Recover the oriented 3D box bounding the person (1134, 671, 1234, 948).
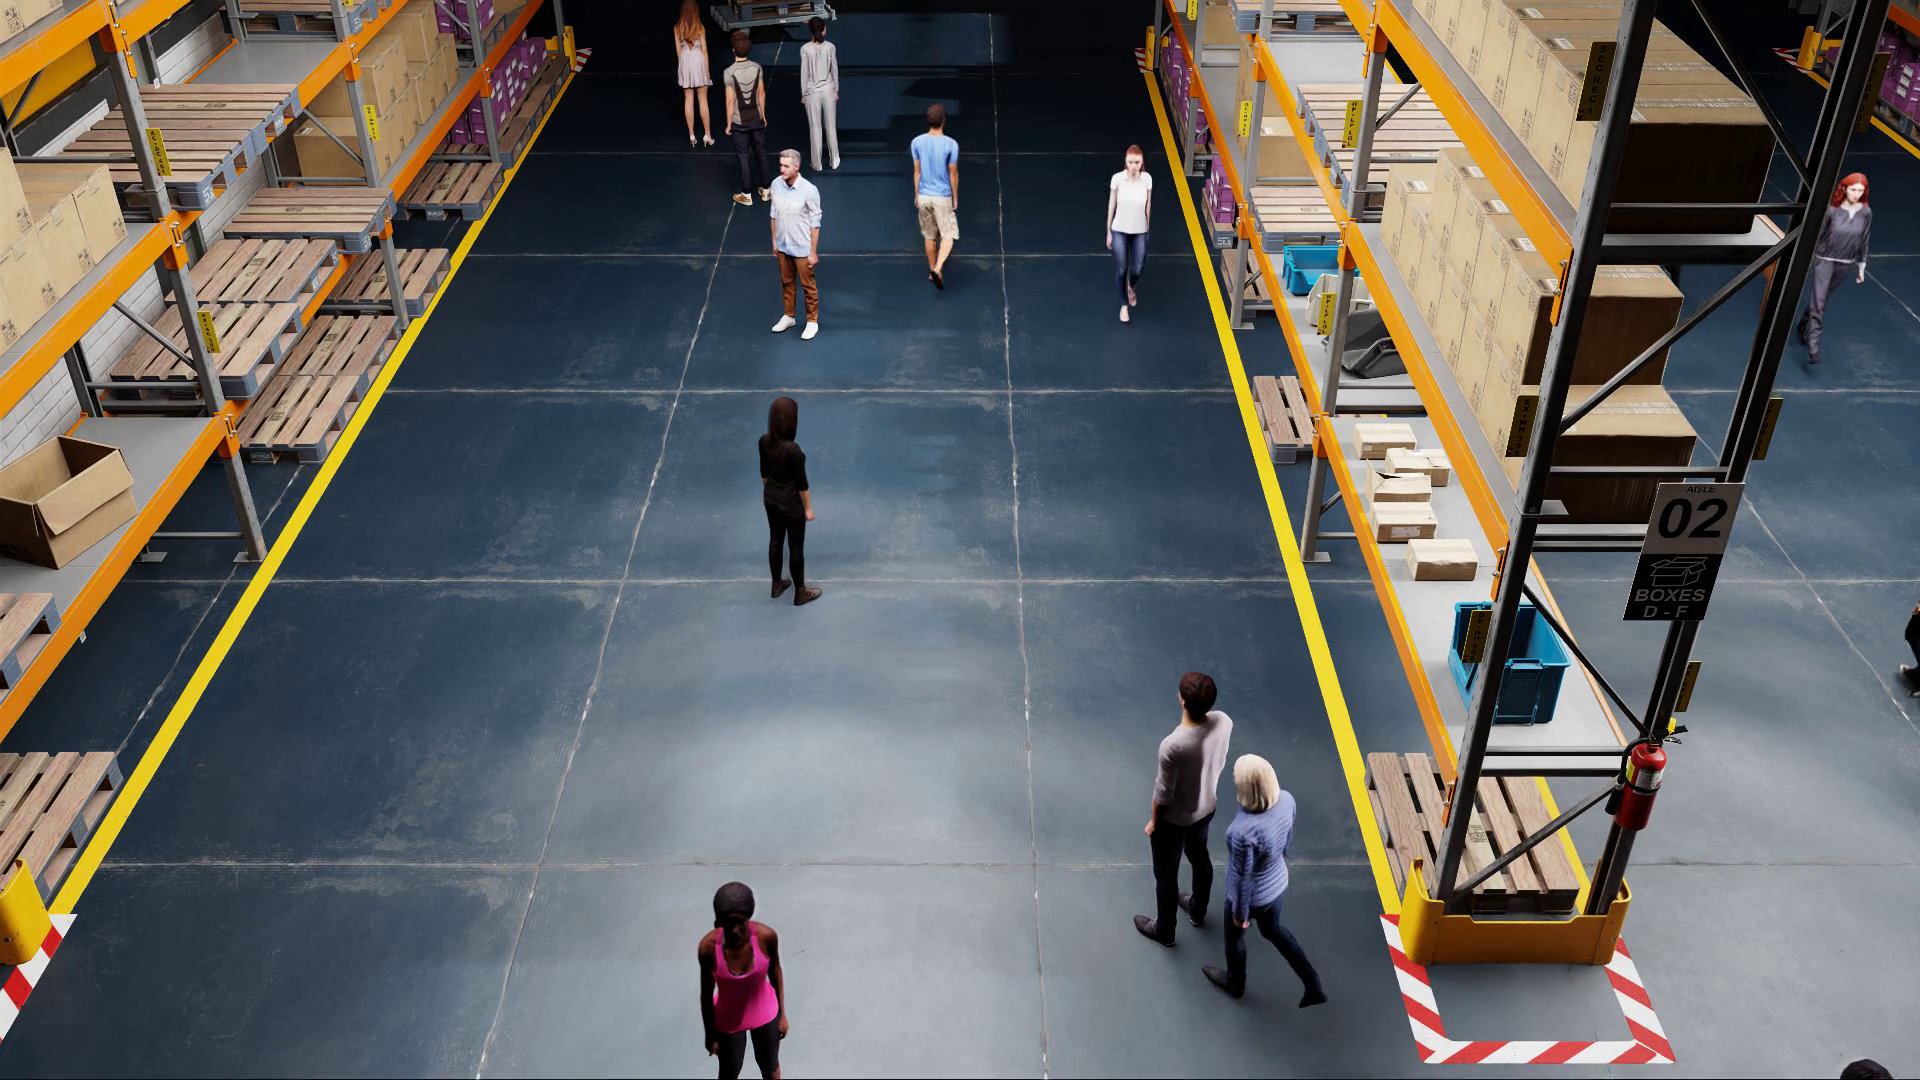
[{"bbox_3d":[1.246,1.474,9.163,0.735,1.844,0.760,-23,40,-31],"label":"person"}]

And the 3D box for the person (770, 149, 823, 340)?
[{"bbox_3d":[-1.544,-2.795,15.601,0.768,1.827,0.752,17,37,23],"label":"person"}]

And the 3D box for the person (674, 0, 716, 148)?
[{"bbox_3d":[-3.175,-5.576,19.837,0.598,1.768,0.615,4,34,7],"label":"person"}]

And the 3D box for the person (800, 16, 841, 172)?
[{"bbox_3d":[-1.614,-5.149,19.190,0.652,1.773,0.619,-9,35,-14],"label":"person"}]

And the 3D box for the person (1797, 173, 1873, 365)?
[{"bbox_3d":[8.001,-2.539,15.309,0.719,1.723,1.167,4,34,7],"label":"person"}]

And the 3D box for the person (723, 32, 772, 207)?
[{"bbox_3d":[-2.342,-4.632,18.302,0.739,1.896,0.742,-18,37,-24],"label":"person"}]

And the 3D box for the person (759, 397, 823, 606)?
[{"bbox_3d":[-1.262,-0.274,11.977,0.651,1.640,0.673,21,39,28],"label":"person"}]

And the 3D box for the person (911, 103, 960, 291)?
[{"bbox_3d":[-0.257,-3.355,16.426,0.792,1.846,1.042,8,34,12],"label":"person"}]

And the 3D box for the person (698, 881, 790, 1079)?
[{"bbox_3d":[-1.037,2.296,8.035,0.624,1.724,0.628,-9,35,-13],"label":"person"}]

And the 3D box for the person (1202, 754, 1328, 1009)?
[{"bbox_3d":[1.622,1.861,8.698,1.013,1.715,1.077,-26,41,-33],"label":"person"}]

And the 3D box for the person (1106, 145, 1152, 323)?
[{"bbox_3d":[1.610,-2.962,15.942,0.562,1.727,0.685,0,34,1],"label":"person"}]
